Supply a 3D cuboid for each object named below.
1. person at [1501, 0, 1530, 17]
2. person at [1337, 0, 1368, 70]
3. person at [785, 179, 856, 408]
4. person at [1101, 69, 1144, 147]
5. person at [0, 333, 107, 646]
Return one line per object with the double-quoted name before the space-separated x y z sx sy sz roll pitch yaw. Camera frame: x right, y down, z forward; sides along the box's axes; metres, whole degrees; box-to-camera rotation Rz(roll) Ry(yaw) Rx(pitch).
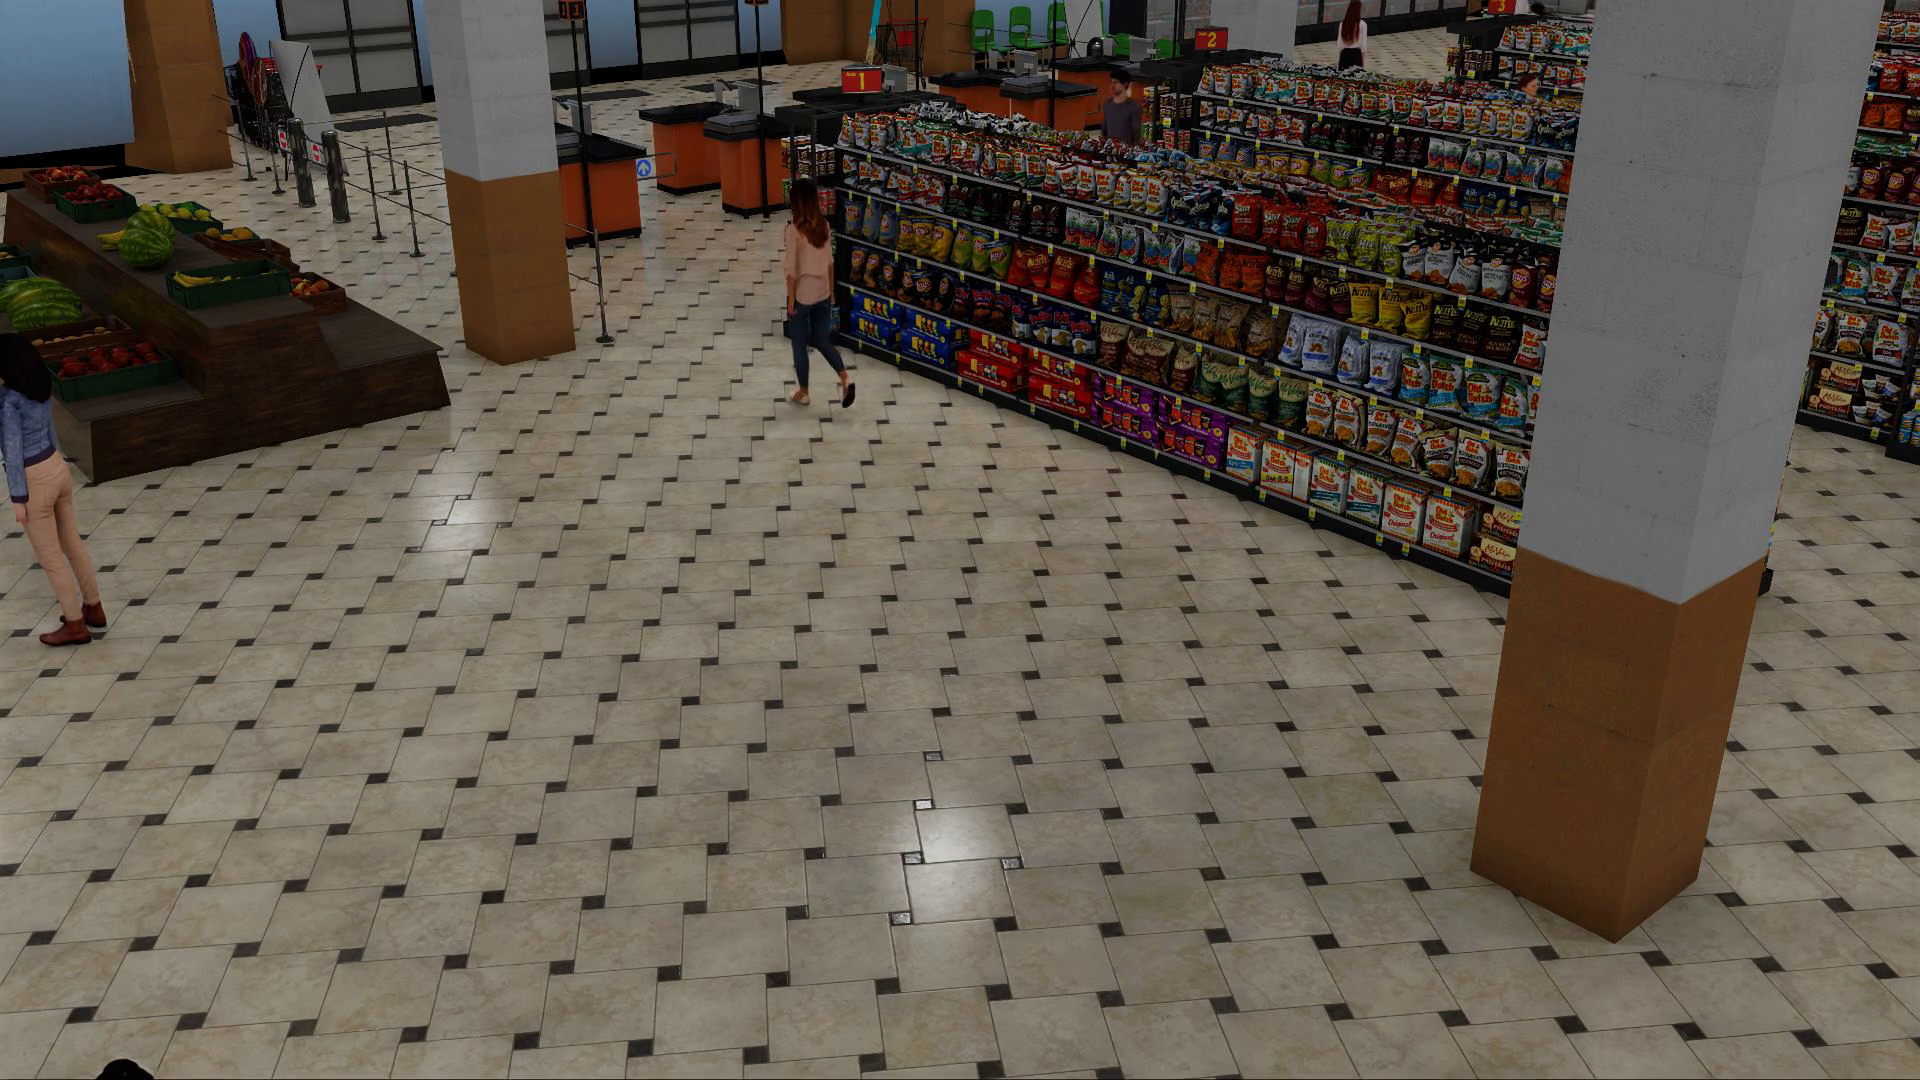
"person" 9.184 -8.405 27.745 0.814 1.710 0.873 4 24 9
"person" 5.813 -7.110 24.723 0.551 1.759 0.710 14 27 28
"person" -1.087 -1.820 12.618 0.586 1.772 0.964 -19 30 -37
"person" 1.760 -4.040 17.617 0.779 1.831 0.934 -21 31 -40
"person" -5.006 -0.282 9.100 0.747 1.774 0.686 2 24 4
